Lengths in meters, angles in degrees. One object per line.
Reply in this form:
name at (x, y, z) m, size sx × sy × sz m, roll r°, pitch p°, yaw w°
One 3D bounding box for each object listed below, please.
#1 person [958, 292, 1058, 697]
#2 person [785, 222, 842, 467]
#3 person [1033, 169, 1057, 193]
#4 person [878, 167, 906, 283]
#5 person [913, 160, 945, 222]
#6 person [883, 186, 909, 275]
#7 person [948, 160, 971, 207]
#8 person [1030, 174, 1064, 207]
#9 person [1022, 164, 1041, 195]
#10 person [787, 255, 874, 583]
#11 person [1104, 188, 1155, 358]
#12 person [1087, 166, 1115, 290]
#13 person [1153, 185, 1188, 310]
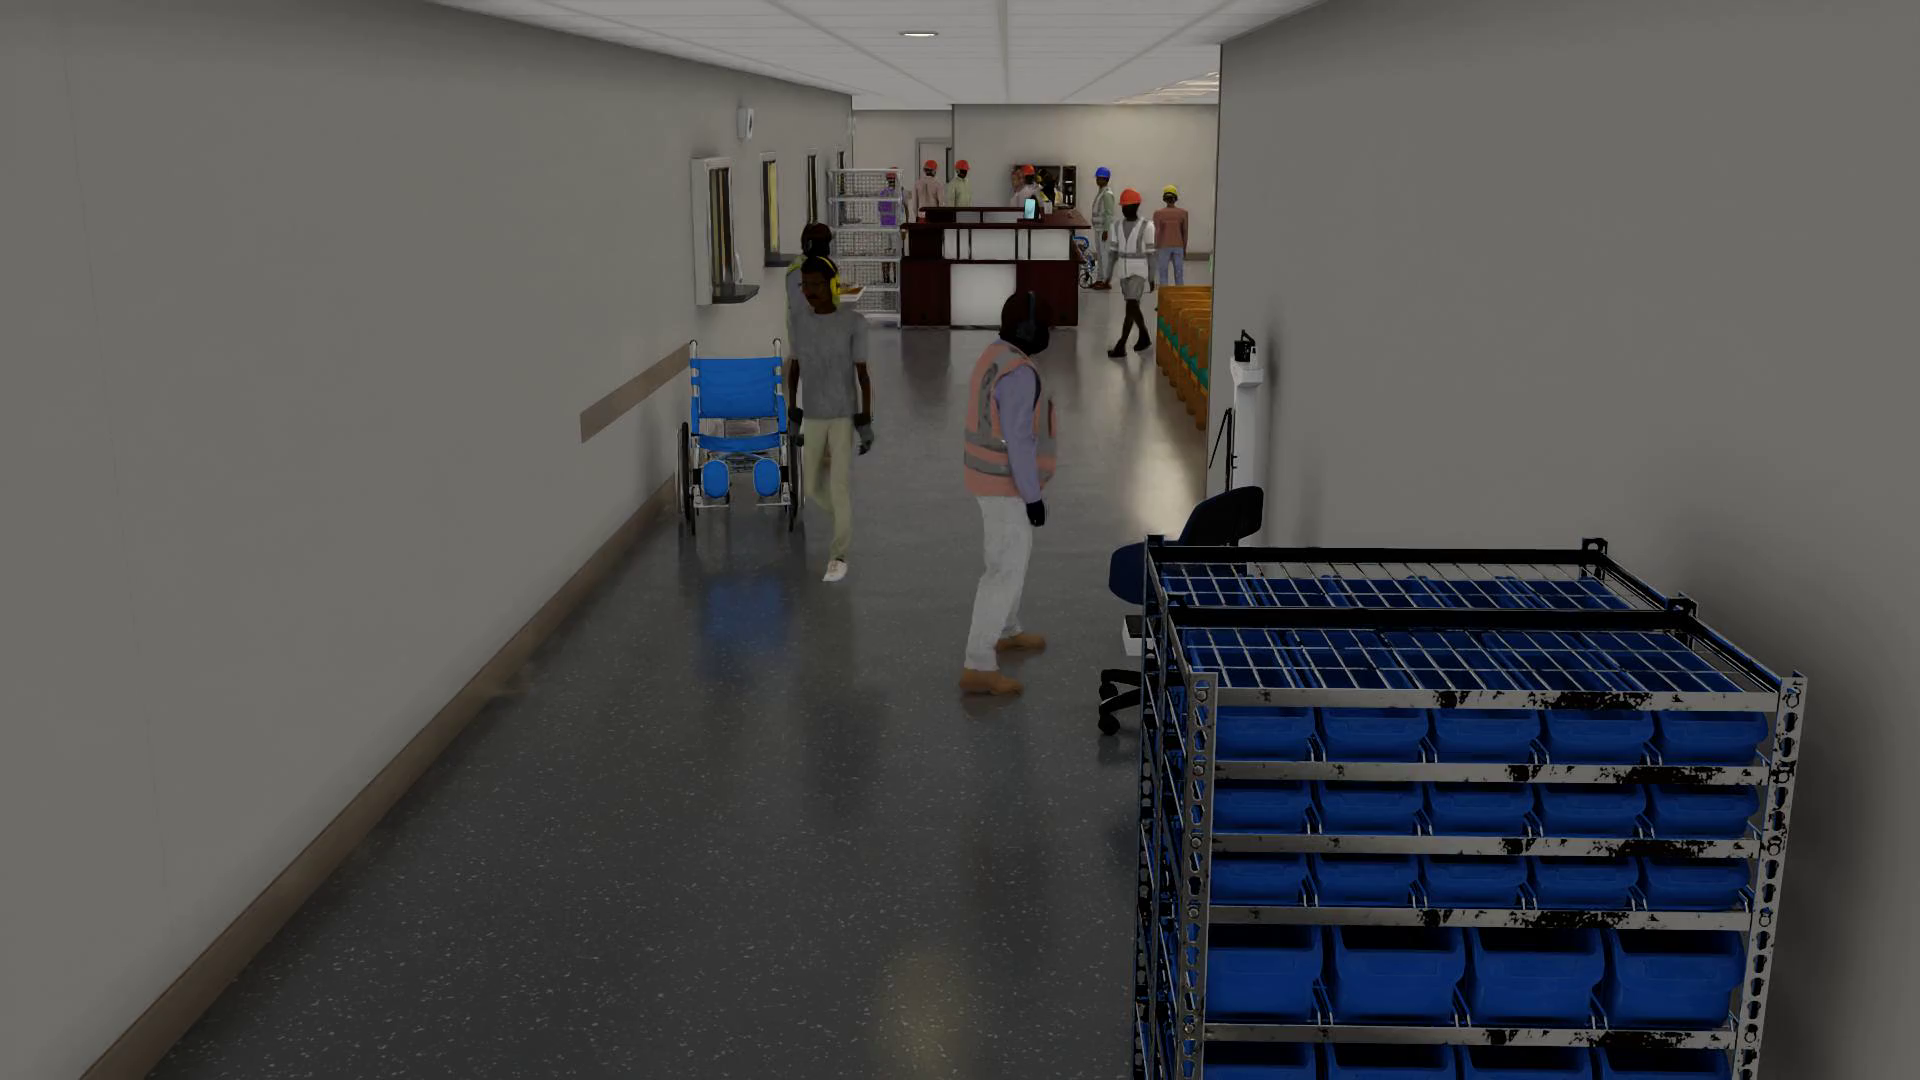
person at (0.216, -0.239, 7.736) m, size 0.527 × 1.796 × 0.787 m, roll -2°, pitch 14°, yaw -7°
person at (-1.098, -1.493, 12.708) m, size 0.430 × 1.839 × 0.626 m, roll 3°, pitch 14°, yaw 12°
person at (1.460, -5.532, 29.045) m, size 0.508 × 1.864 × 0.329 m, roll -9°, pitch 16°, yaw -32°
person at (-1.080, -5.063, 26.985) m, size 0.543 × 1.939 × 0.370 m, roll 13°, pitch 19°, yaw 43°
person at (-0.546, -5.935, 30.408) m, size 0.623 × 1.991 × 0.396 m, roll 7°, pitch 15°, yaw 26°
person at (-1.149, -5.583, 29.314) m, size 0.508 × 1.842 × 0.352 m, roll -4°, pitch 14°, yaw -14°
person at (0.022, -6.134, 31.252) m, size 0.425 × 1.985 × 0.623 m, roll 10°, pitch 17°, yaw 36°
person at (1.421, -4.985, 26.897) m, size 0.627 × 1.835 × 0.429 m, roll -8°, pitch 16°, yaw -28°
person at (1.213, -5.726, 29.705) m, size 0.550 × 1.928 × 0.389 m, roll 9°, pitch 17°, yaw 34°
person at (-0.714, -0.710, 9.537) m, size 0.540 × 1.847 × 0.628 m, roll 4°, pitch 14°, yaw 16°
person at (1.968, -3.058, 18.982) m, size 0.565 × 1.888 × 1.020 m, roll 11°, pitch 18°, yaw 38°
person at (2.292, -4.998, 26.694) m, size 0.379 × 1.951 × 0.606 m, roll -3°, pitch 14°, yaw -11°
person at (2.961, -4.114, 23.502) m, size 0.524 × 1.764 × 0.329 m, roll -2°, pitch 14°, yaw -9°
